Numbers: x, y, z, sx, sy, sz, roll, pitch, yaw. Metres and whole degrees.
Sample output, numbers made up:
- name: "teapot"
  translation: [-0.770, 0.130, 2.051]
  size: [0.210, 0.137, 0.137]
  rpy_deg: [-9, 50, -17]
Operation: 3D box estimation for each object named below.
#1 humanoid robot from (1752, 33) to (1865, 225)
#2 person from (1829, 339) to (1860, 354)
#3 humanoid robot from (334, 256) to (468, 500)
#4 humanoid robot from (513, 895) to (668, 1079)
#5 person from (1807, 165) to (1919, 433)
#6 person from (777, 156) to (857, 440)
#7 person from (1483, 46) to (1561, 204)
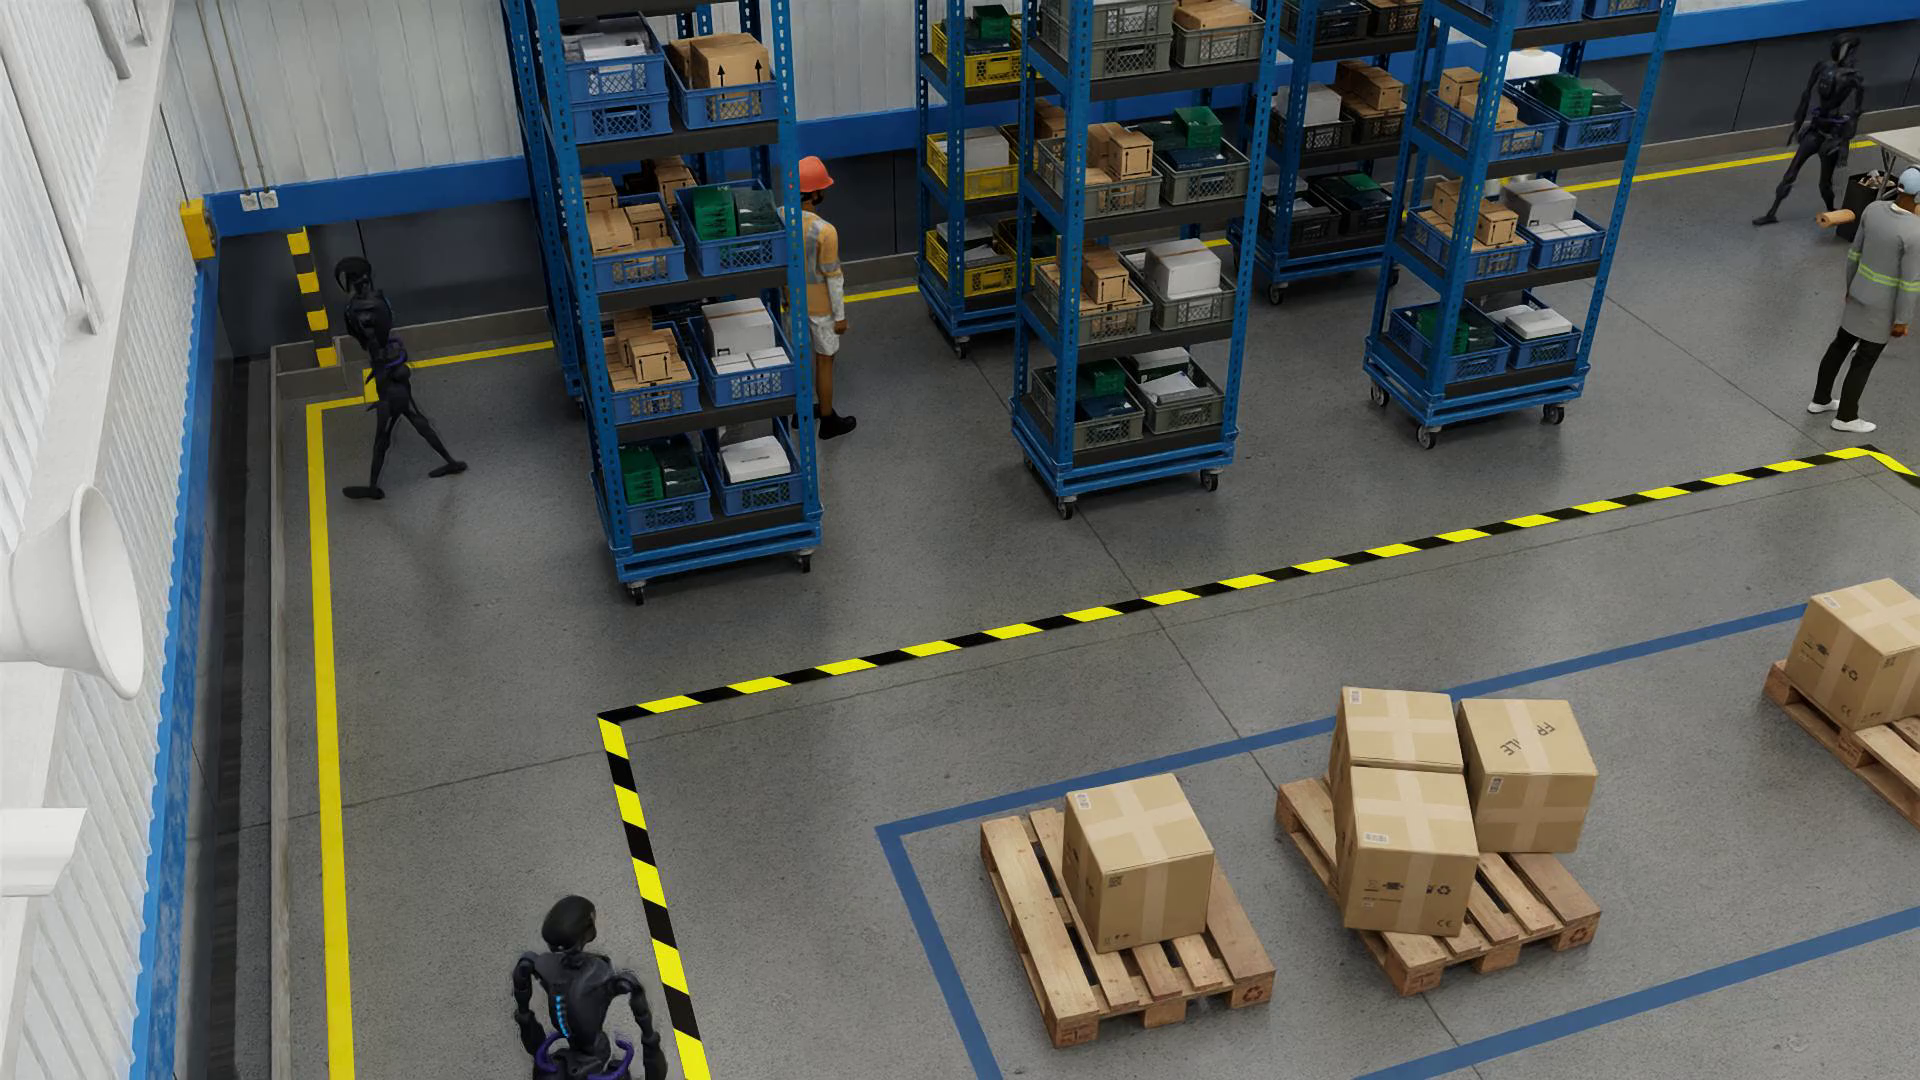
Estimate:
- name: "humanoid robot"
  translation: [7.081, -3.329, 13.606]
  size: [0.756, 1.638, 0.610]
  rpy_deg: [-14, 38, -19]
- name: "person"
  translation: [6.886, -2.054, 11.728]
  size: [0.907, 1.682, 0.486]
  rpy_deg: [11, 37, 15]
- name: "humanoid robot"
  translation: [-3.574, -1.011, 10.301]
  size: [0.778, 1.620, 0.601]
  rpy_deg: [-12, 37, -16]
- name: "humanoid robot"
  translation: [-1.338, 1.991, 6.015]
  size: [0.609, 1.647, 0.456]
  rpy_deg: [9, 36, 13]
- name: "person"
  translation: [6.030, -1.581, 10.923]
  size: [0.366, 1.852, 0.589]
  rpy_deg: [-8, 36, -11]
- name: "person"
  translation: [-0.950, -1.570, 10.834]
  size: [0.552, 1.935, 0.359]
  rpy_deg: [25, 42, 31]
- name: "person"
  translation: [4.465, -3.296, 13.364]
  size: [0.566, 1.840, 0.379]
  rpy_deg: [-2, 35, -3]
